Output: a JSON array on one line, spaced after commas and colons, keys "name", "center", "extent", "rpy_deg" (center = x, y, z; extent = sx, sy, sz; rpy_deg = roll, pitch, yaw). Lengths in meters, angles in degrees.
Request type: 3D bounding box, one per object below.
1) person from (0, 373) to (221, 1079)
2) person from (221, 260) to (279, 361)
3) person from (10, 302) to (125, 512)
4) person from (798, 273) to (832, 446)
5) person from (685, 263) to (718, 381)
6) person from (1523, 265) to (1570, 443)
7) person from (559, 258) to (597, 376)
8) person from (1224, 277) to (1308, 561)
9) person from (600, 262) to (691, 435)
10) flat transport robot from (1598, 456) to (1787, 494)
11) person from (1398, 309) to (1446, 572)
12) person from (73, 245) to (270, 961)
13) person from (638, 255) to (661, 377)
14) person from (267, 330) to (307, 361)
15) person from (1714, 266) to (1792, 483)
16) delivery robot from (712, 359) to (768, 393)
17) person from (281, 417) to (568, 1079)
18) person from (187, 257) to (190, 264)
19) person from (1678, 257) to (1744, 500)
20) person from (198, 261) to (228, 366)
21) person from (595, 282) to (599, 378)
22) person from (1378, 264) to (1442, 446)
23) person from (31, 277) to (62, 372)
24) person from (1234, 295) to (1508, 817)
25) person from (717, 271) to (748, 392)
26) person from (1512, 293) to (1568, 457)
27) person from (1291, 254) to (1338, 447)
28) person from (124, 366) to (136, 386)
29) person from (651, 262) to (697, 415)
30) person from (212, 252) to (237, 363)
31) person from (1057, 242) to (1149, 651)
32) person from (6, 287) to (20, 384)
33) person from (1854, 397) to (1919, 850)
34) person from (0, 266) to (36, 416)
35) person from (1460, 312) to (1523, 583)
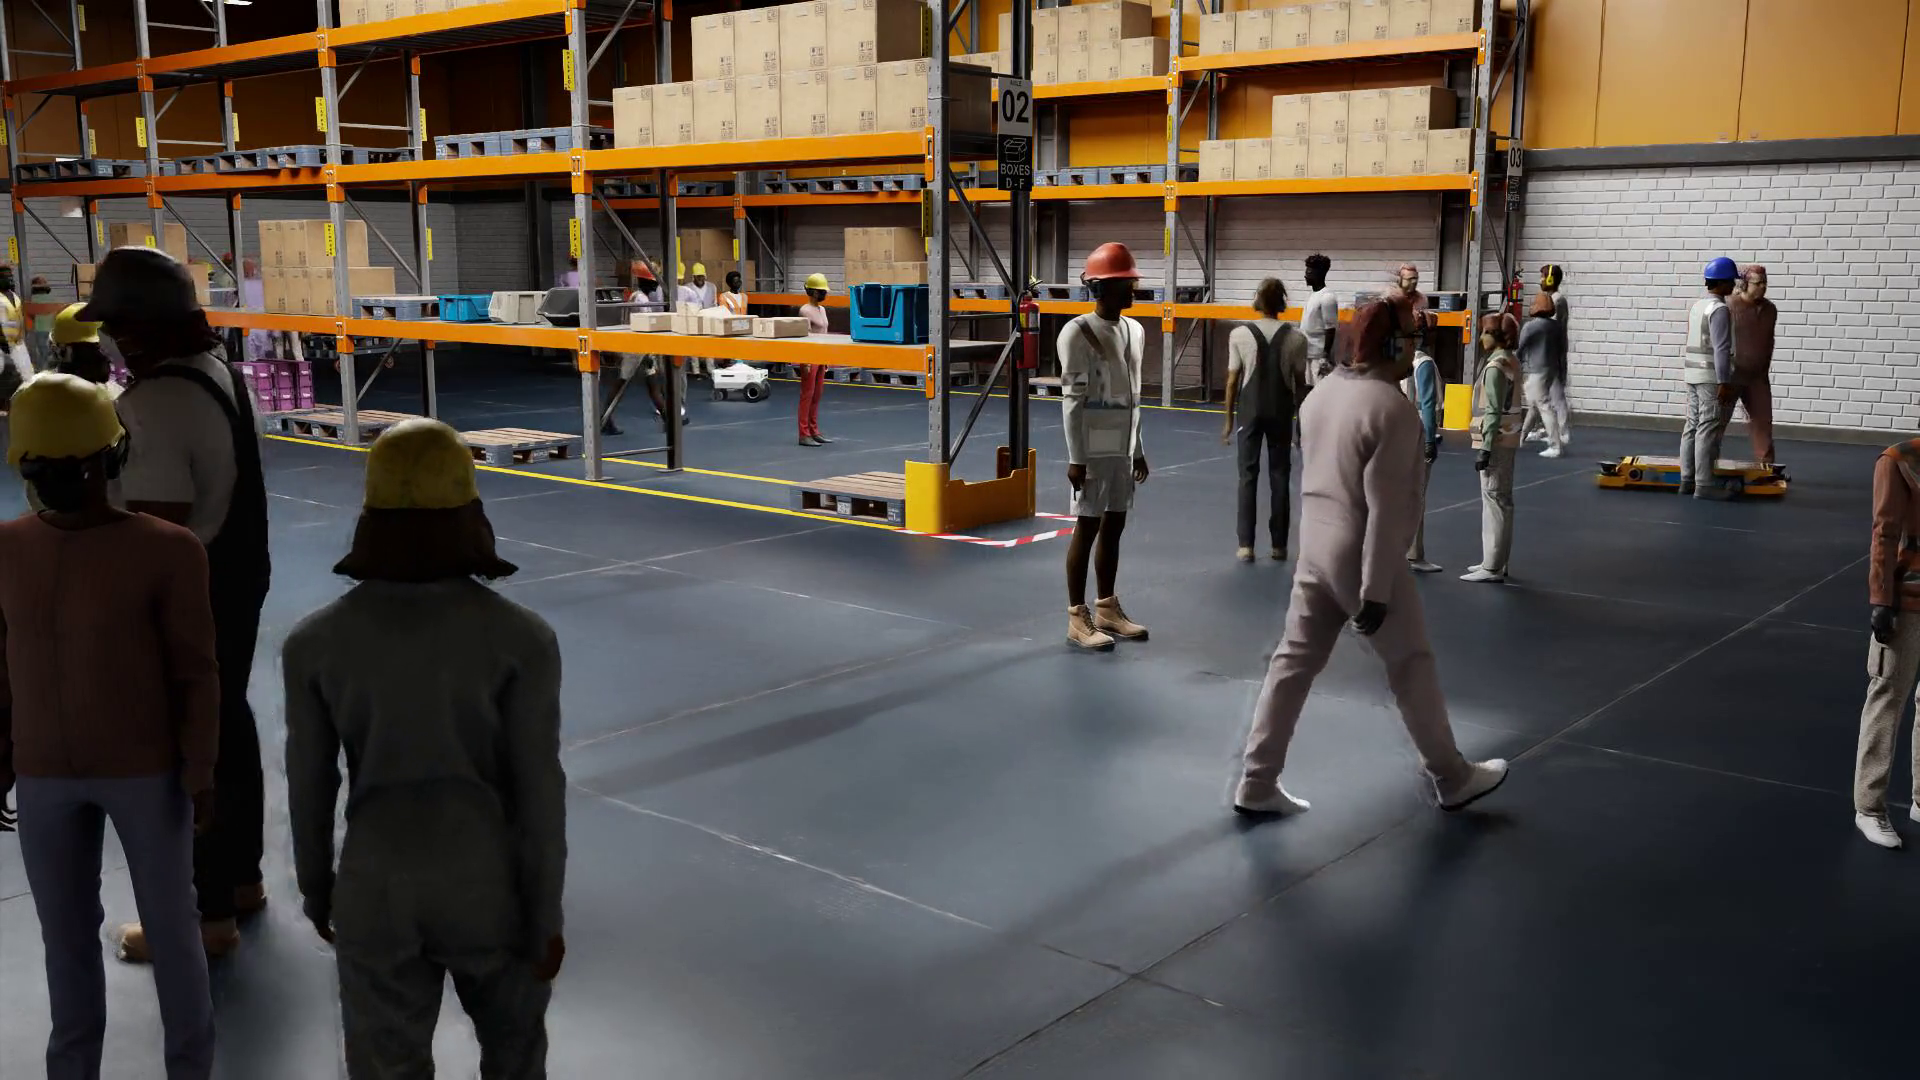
[{"name": "person", "center": [-1.894, 0.513, 3.658], "extent": [0.524, 1.762, 0.325], "rpy_deg": [0, 10, -2]}, {"name": "person", "center": [-9.246, -2.683, 21.558], "extent": [0.960, 1.855, 0.673], "rpy_deg": [9, 14, 43]}, {"name": "person", "center": [-3.921, -0.146, 7.312], "extent": [0.879, 1.800, 0.577], "rpy_deg": [4, 11, 21]}, {"name": "person", "center": [-1.479, -1.848, 17.093], "extent": [0.328, 1.765, 0.532], "rpy_deg": [3, 10, 18]}, {"name": "person", "center": [-3.926, -3.293, 25.242], "extent": [0.604, 1.787, 0.853], "rpy_deg": [-4, 11, -22]}, {"name": "person", "center": [6.060, -1.928, 17.295], "extent": [0.716, 1.841, 0.564], "rpy_deg": [5, 11, 28]}, {"name": "person", "center": [-6.084, -3.627, 26.532], "extent": [0.611, 2.011, 0.966], "rpy_deg": [-2, 10, -10]}, {"name": "person", "center": [1.985, -0.779, 10.785], "extent": [0.514, 1.846, 0.354], "rpy_deg": [1, 10, 8]}, {"name": "person", "center": [-3.475, -2.065, 18.011], "extent": [1.055, 1.866, 0.571], "rpy_deg": [-2, 10, -9]}, {"name": "flat transport robot", "center": [6.153, -0.556, 13.984], "extent": [1.431, 0.197, 0.652], "rpy_deg": [4, 11, 24]}, {"name": "person", "center": [2.858, -0.623, 10.471], "extent": [0.307, 1.641, 0.513], "rpy_deg": [-2, 10, -9]}, {"name": "person", "center": [-2.297, 0.167, 4.832], "extent": [0.534, 2.000, 0.714], "rpy_deg": [-1, 10, -3]}, {"name": "person", "center": [-4.798, -3.505, 26.121], "extent": [0.553, 1.906, 0.714], "rpy_deg": [4, 11, 22]}, {"name": "person", "center": [-9.109, -2.903, 22.438], "extent": [0.625, 1.992, 0.386], "rpy_deg": [1, 10, 8]}, {"name": "person", "center": [6.721, -1.381, 14.142], "extent": [0.687, 1.862, 0.917], "rpy_deg": [-3, 10, -15]}, {"name": "delivery robot", "center": [-2.909, -2.149, 21.977], "extent": [0.707, 0.478, 0.477], "rpy_deg": [1, 10, 7]}, {"name": "person", "center": [-0.962, 0.630, 3.096], "extent": [0.507, 1.714, 0.785], "rpy_deg": [-1, 10, -6]}, {"name": "person", "center": [-12.223, -3.554, 26.344], "extent": [0.420, 1.923, 0.555], "rpy_deg": [-5, 11, -26]}, {"name": "person", "center": [6.070, -1.303, 13.459], "extent": [0.388, 1.949, 0.602], "rpy_deg": [0, 10, 1]}, {"name": "person", "center": [-10.675, -3.036, 23.657], "extent": [0.404, 1.833, 0.591], "rpy_deg": [1, 10, 7]}, {"name": "person", "center": [-5.742, -3.290, 25.718], "extent": [0.550, 1.612, 0.520], "rpy_deg": [8, 13, 39]}, {"name": "person", "center": [4.481, -1.833, 16.740], "extent": [0.667, 1.848, 0.998], "rpy_deg": [-3, 10, -15]}, {"name": "person", "center": [-13.278, -3.031, 24.277], "extent": [0.563, 1.594, 0.734], "rpy_deg": [-1, 10, -5]}, {"name": "person", "center": [1.449, 0.079, 5.865], "extent": [1.031, 1.856, 0.644], "rpy_deg": [-4, 11, -22]}, {"name": "person", "center": [-3.197, -2.955, 23.581], "extent": [0.318, 1.700, 0.533], "rpy_deg": [8, 13, 40]}, {"name": "person", "center": [5.675, -1.626, 16.340], "extent": [0.510, 1.582, 0.876], "rpy_deg": [-5, 11, -28]}, {"name": "person", "center": [3.574, -1.871, 16.642], "extent": [0.370, 1.967, 0.602], "rpy_deg": [-1, 10, -5]}, {"name": "person", "center": [-7.335, -1.554, 15.197], "extent": [0.627, 1.844, 0.429], "rpy_deg": [0, 10, -1]}, {"name": "person", "center": [-3.425, -2.420, 20.003], "extent": [0.604, 1.880, 0.563], "rpy_deg": [2, 10, 9]}, {"name": "person", "center": [-10.644, -3.250, 24.462], "extent": [0.633, 1.971, 0.451], "rpy_deg": [-2, 10, -12]}, {"name": "person", "center": [0.754, -0.472, 8.452], "extent": [0.369, 2.048, 0.608], "rpy_deg": [8, 13, 40]}, {"name": "person", "center": [-14.022, -3.197, 24.254], "extent": [0.690, 1.947, 0.623], "rpy_deg": [2, 10, 9]}, {"name": "person", "center": [3.300, 0.224, 5.643], "extent": [0.513, 1.641, 0.307], "rpy_deg": [-2, 10, -12]}, {"name": "person", "center": [-11.376, -2.375, 19.988], "extent": [0.905, 1.800, 0.635], "rpy_deg": [1, 10, 7]}, {"name": "person", "center": [3.252, -0.559, 10.103], "extent": [0.307, 1.642, 0.514], "rpy_deg": [5, 11, 27]}]
